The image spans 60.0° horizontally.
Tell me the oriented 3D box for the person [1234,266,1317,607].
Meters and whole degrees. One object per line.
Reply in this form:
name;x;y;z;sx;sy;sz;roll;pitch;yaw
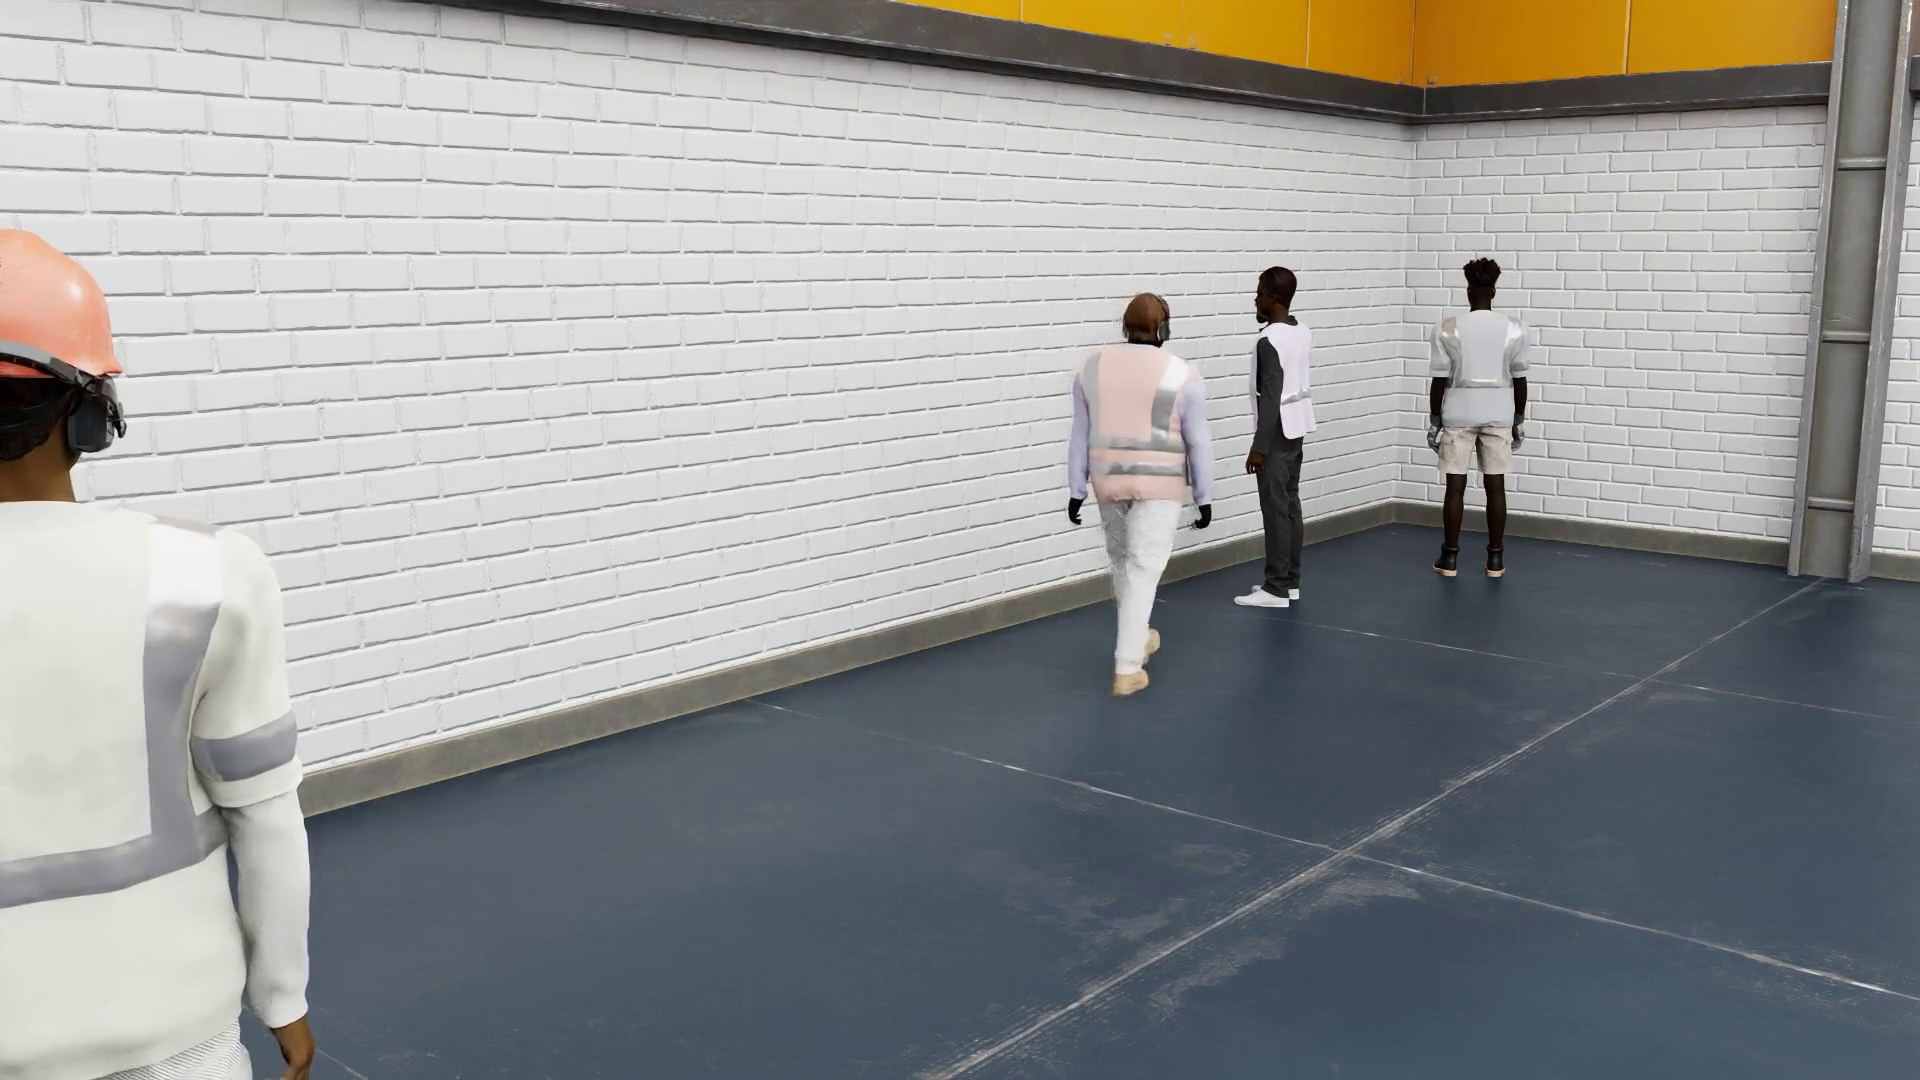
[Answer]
person;1.800;-0.575;9.402;0.391;1.920;0.588;6;11;29

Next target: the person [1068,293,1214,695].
person;0.892;-0.235;7.762;0.659;1.809;0.881;5;11;29

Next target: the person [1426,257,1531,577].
person;3.178;-0.746;10.238;0.606;1.967;0.367;1;10;8

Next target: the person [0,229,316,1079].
person;-1.185;0.624;2.223;0.607;2.044;0.371;-5;11;-24
